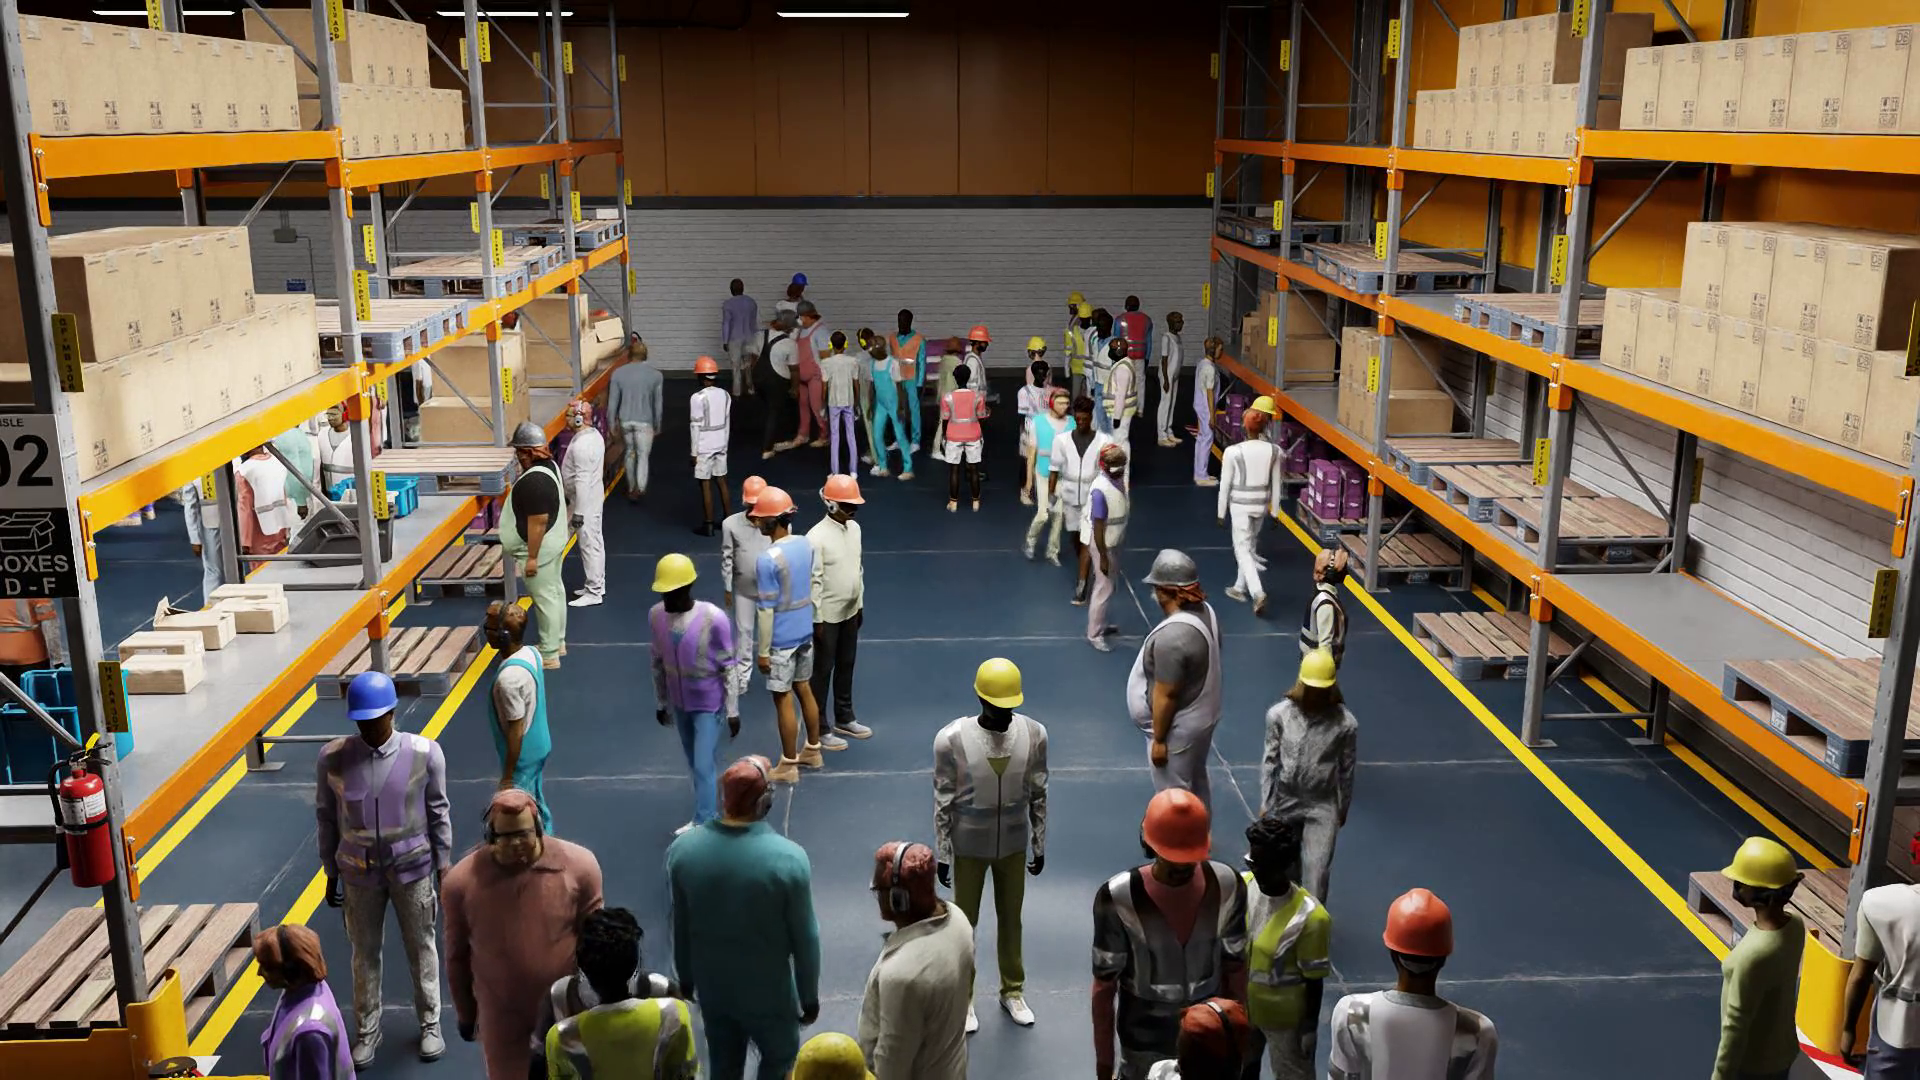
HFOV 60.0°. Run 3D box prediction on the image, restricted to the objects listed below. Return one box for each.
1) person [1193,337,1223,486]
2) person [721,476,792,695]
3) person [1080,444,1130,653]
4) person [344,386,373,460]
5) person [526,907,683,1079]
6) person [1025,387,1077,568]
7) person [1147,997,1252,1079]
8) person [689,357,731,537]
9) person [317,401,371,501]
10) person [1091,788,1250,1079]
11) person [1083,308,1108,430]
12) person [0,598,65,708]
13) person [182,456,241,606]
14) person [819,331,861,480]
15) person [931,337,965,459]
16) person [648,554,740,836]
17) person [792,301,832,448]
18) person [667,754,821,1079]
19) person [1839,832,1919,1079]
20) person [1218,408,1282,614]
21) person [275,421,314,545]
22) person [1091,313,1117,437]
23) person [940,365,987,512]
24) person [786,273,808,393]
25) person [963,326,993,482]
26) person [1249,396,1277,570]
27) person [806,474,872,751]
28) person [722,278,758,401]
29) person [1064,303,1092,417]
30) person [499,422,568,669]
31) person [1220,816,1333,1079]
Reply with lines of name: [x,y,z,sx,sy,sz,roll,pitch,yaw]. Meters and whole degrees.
person: [3.024,-1.565,20.280,0.349,1.836,0.517,-1,14,-5]
person: [-1.571,0.351,12.928,0.565,1.745,0.349,-1,14,-2]
person: [1.242,0.041,14.034,0.441,1.804,0.713,6,15,22]
person: [-7.222,-1.441,19.765,0.508,1.846,0.345,1,14,2]
person: [-1.300,2.101,6.167,0.650,1.701,0.417,0,14,1]
person: [0.923,-0.627,16.605,0.599,1.823,0.441,-7,16,-25]
person: [0.776,2.264,5.146,0.579,1.881,0.342,14,20,43]
person: [-2.704,-1.008,17.917,0.390,1.926,0.542,10,17,35]
person: [-5.828,-0.438,15.824,0.563,1.847,0.389,4,15,17]
person: [0.810,1.886,6.343,0.617,2.029,0.409,-3,15,-12]
person: [1.926,-2.302,23.153,0.430,1.845,0.619,-3,15,-11]
person: [-6.229,0.742,11.037,0.595,1.923,0.381,1,14,4]
person: [-6.411,-0.096,14.366,0.399,1.909,0.600,7,16,26]
person: [-1.481,-1.645,20.533,0.521,1.865,0.328,-4,15,-15]
person: [-0.104,-1.899,22.092,0.803,1.582,0.557,-8,16,-28]
person: [-1.660,0.998,10.119,0.616,1.893,0.678,9,17,31]
person: [-2.025,-2.282,22.675,0.541,2.000,0.697,-9,17,-32]
person: [-0.903,1.824,6.870,0.682,1.884,0.548,5,15,18]
person: [3.754,1.948,6.482,0.563,1.837,0.385,5,15,20]
person: [2.660,-0.266,15.141,0.584,1.860,0.867,-4,15,-17]
person: [-6.149,-0.403,15.504,0.372,1.940,0.631,-5,15,-20]
person: [1.936,-2.037,21.960,0.375,1.917,0.598,-8,16,-29]
person: [0.036,-1.154,18.938,0.532,1.695,0.319,-2,14,-8]
person: [-2.653,-3.390,27.220,0.402,1.943,0.605,3,15,12]
person: [0.207,-1.680,20.542,0.388,1.928,0.545,0,14,1]
person: [2.974,-0.577,16.593,0.305,1.736,0.484,3,15,13]
person: [-0.863,0.505,11.852,0.407,1.986,0.617,9,17,31]
person: [-3.493,-3.181,26.428,0.627,1.933,0.367,-12,19,-40]
person: [1.749,-2.365,23.268,0.590,1.910,0.441,1,14,2]
person: [-3.475,0.041,13.558,0.536,2.000,0.681,0,14,0]
person: [1.274,1.927,6.857,0.320,1.691,0.536,-13,19,-40]
